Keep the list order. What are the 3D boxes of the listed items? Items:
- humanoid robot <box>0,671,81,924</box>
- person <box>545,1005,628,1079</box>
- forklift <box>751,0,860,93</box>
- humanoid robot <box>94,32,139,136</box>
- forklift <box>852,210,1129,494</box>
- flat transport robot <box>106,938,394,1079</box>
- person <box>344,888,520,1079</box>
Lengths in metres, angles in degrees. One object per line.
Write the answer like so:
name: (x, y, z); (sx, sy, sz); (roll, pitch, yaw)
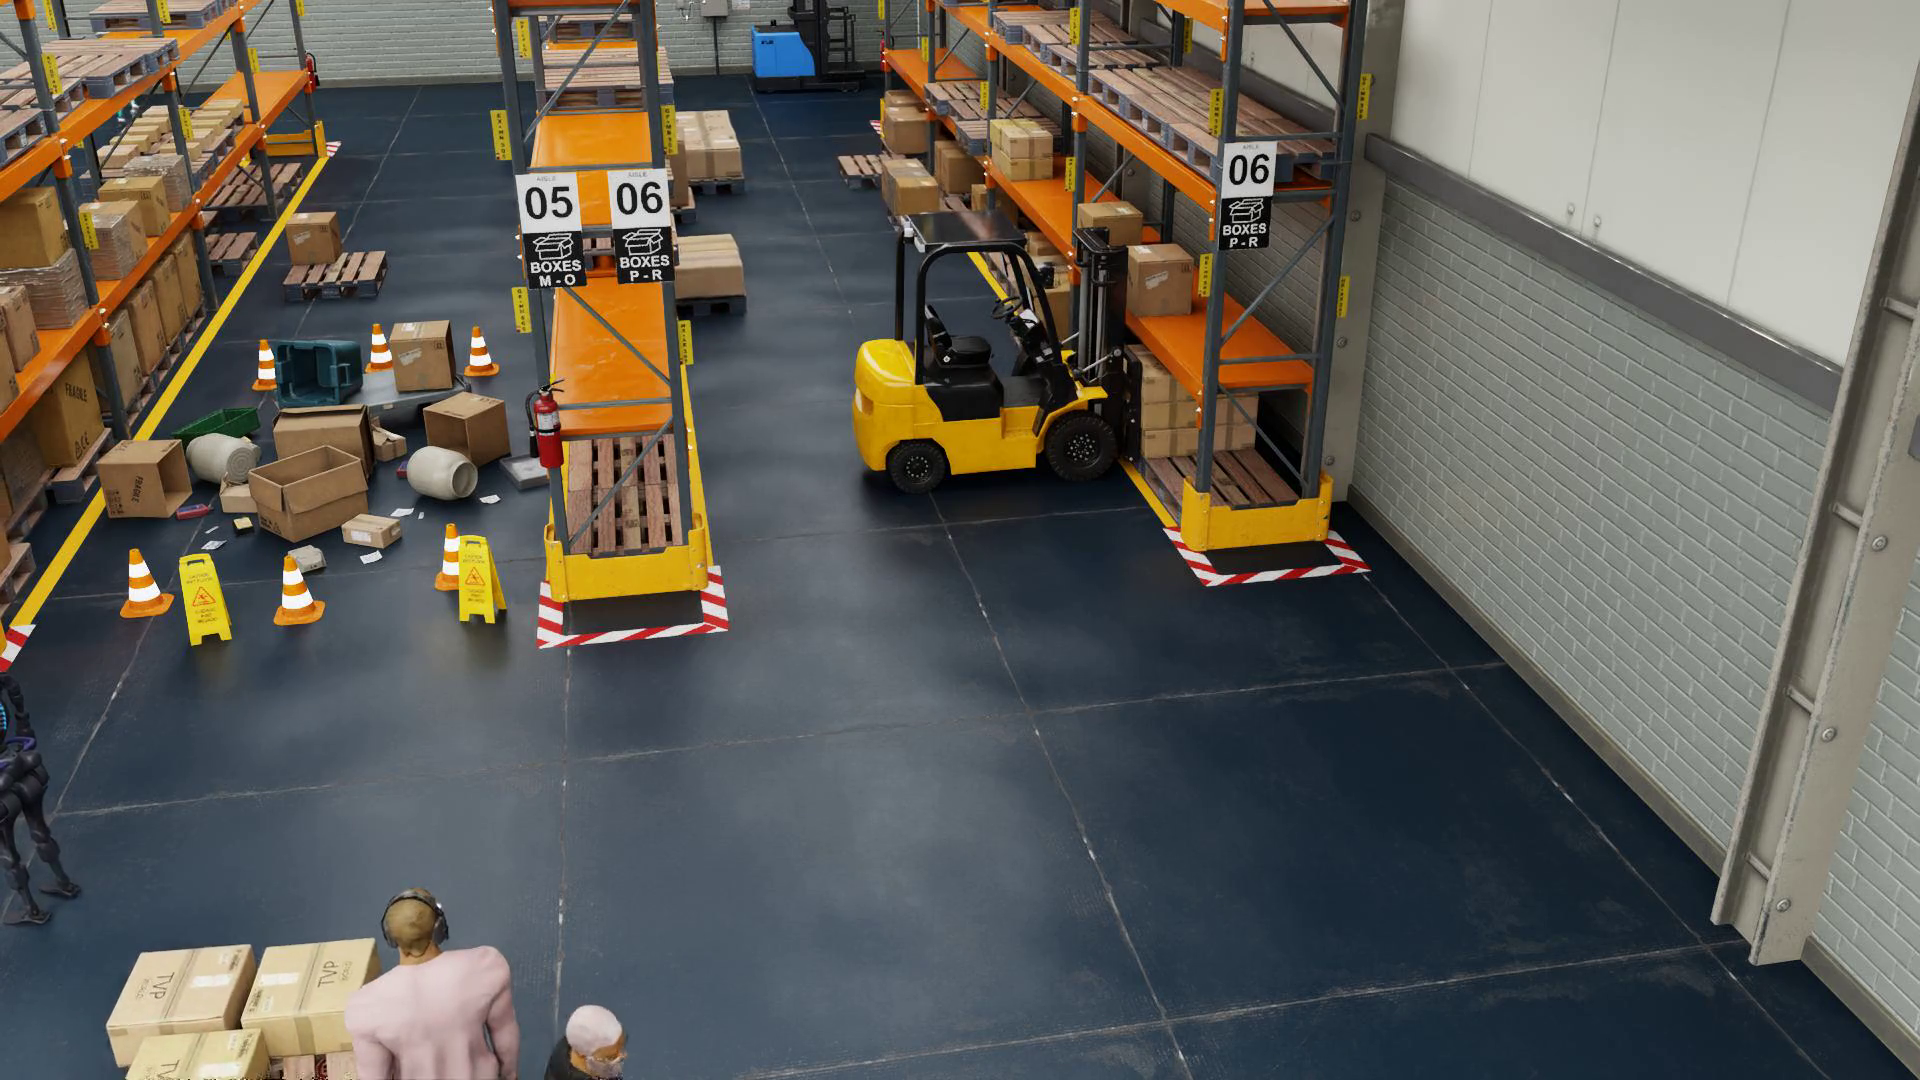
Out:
humanoid robot: (-5.101, 1.280, 8.835); (0.322, 1.655, 0.602); (6, 26, 11)
person: (-1.351, 2.435, 6.261); (0.419, 1.825, 0.572); (-5, 26, -11)
forklift: (-2.872, -9.679, 30.288); (1.873, 2.768, 1.129); (-5, 26, -10)
humanoid robot: (-13.328, -7.150, 26.381); (0.536, 1.776, 1.023); (-22, 33, -37)
forklift: (0.216, -1.659, 14.366); (2.313, 2.155, 1.214); (-5, 26, -10)
flat transport robot: (-3.239, 2.618, 7.677); (1.431, 0.231, 0.659); (-10, 27, -19)
person: (-2.043, 2.206, 6.612); (0.627, 1.936, 0.379); (-14, 29, -26)
